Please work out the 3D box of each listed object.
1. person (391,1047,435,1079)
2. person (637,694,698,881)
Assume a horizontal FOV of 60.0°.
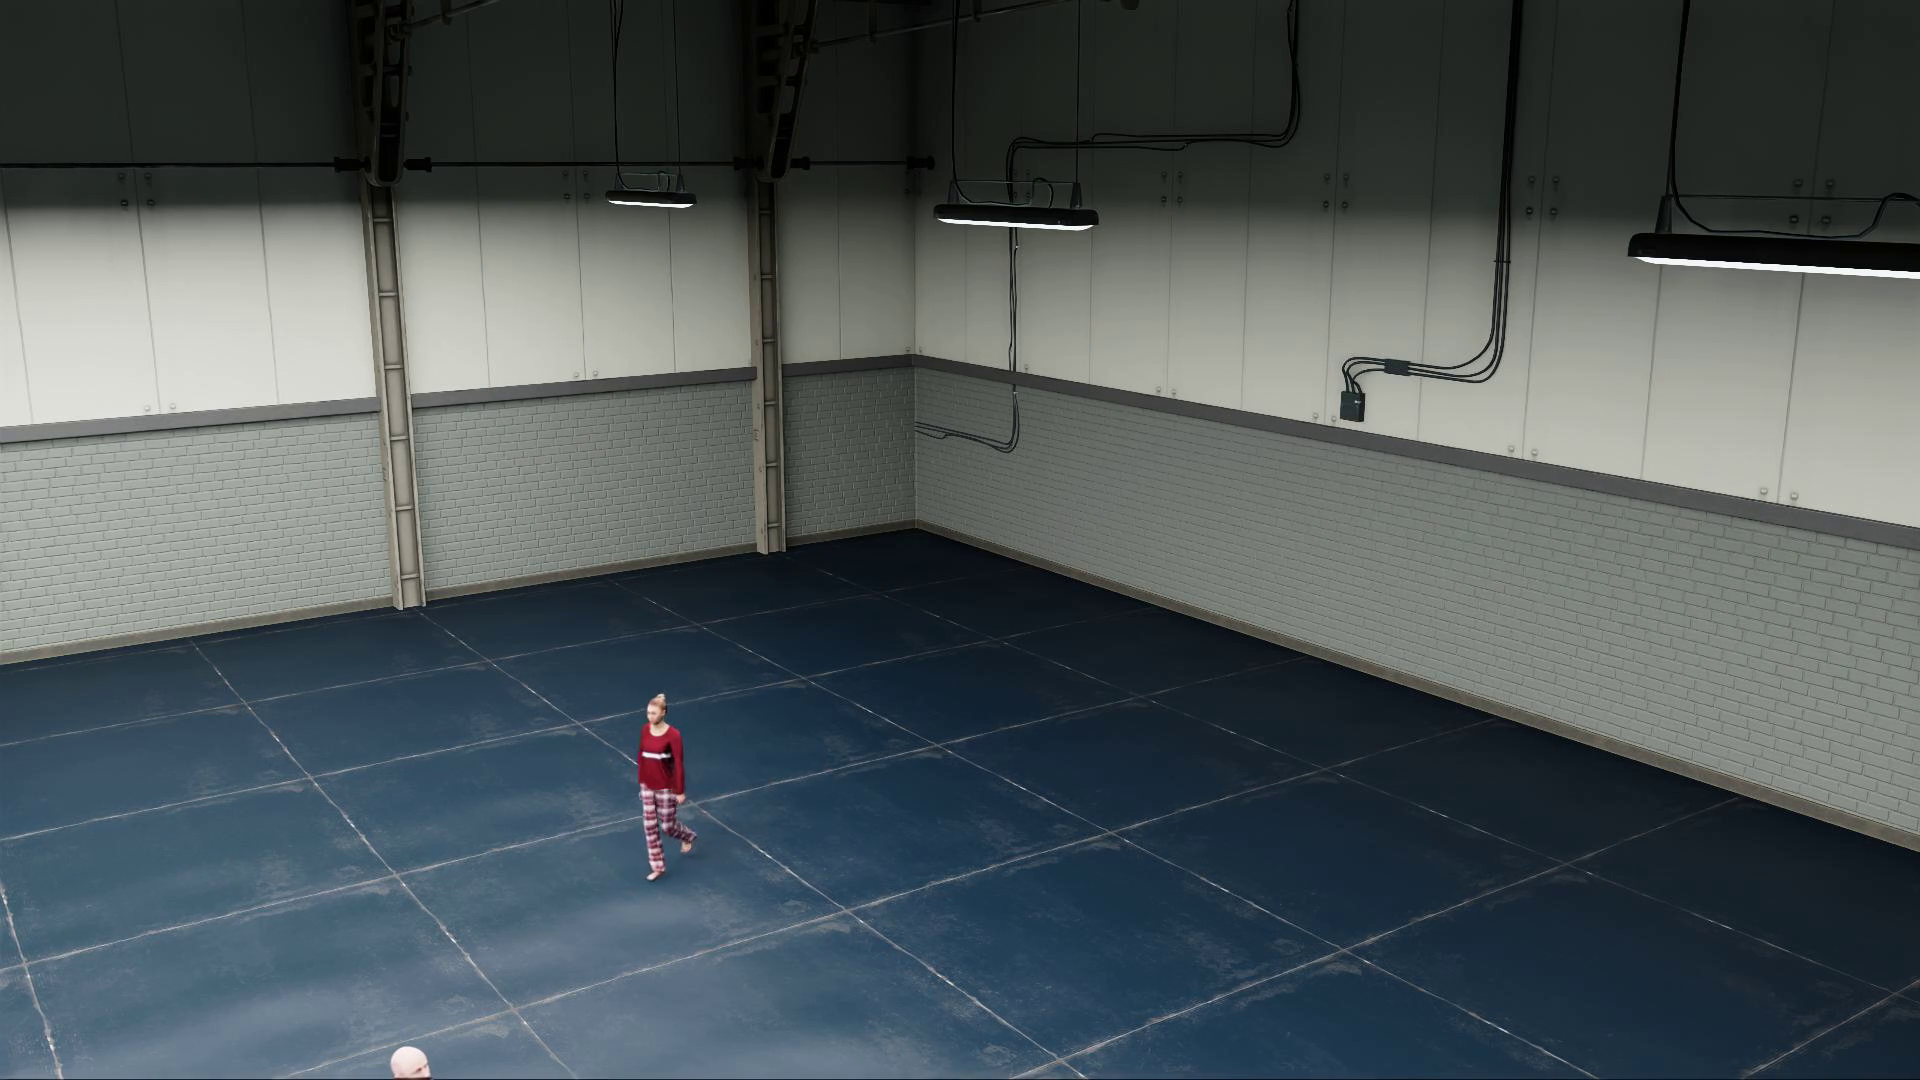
[{"bbox_3d":[-2.946,3.571,8.988,0.826,1.836,0.722,5,14,20],"label":"person"},{"bbox_3d":[-2.692,2.227,15.138,0.865,1.679,0.976,6,14,24],"label":"person"}]
